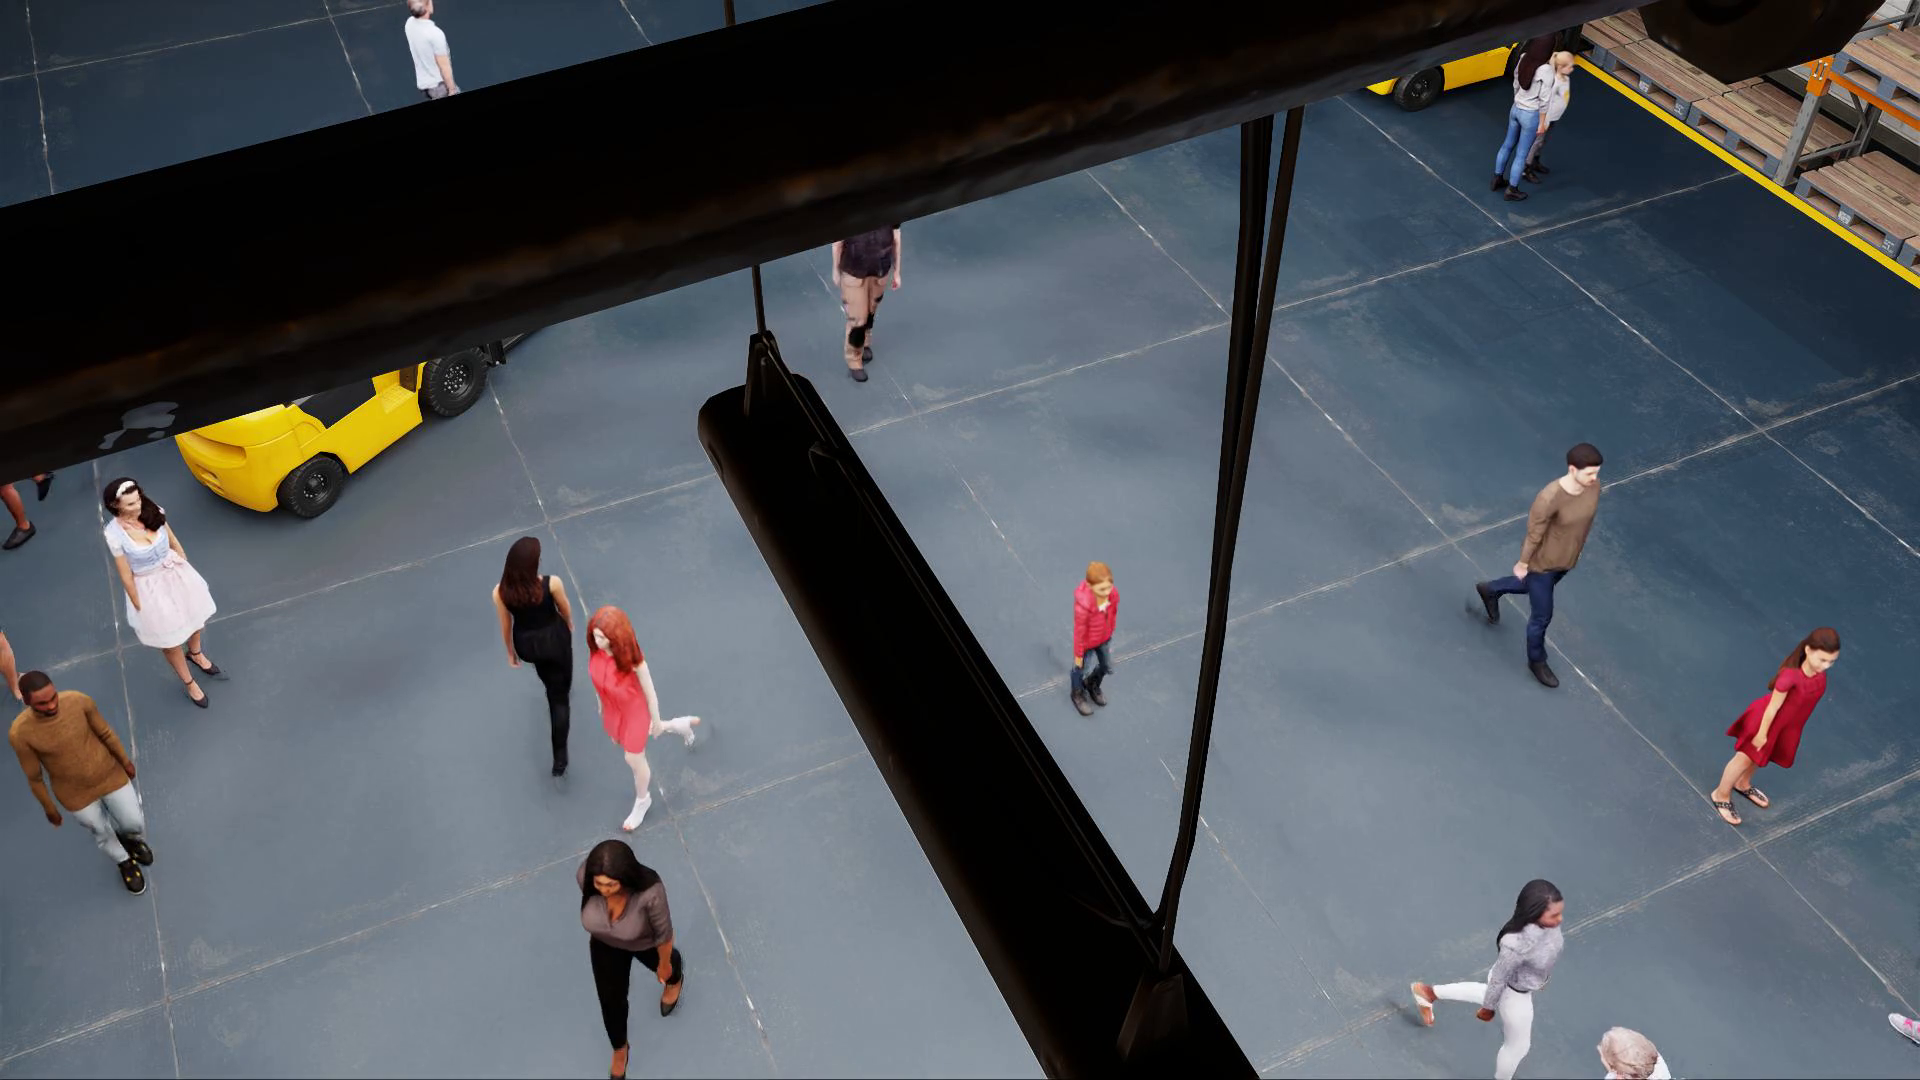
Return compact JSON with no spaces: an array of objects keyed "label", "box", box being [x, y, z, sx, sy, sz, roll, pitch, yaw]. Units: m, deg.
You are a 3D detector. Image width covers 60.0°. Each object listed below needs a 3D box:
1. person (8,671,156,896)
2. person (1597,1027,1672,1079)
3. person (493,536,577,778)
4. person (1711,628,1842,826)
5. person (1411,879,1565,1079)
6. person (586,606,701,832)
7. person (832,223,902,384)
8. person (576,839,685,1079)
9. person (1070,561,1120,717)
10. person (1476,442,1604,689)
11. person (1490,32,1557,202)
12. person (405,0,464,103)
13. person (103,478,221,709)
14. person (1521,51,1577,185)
[{"label":"person","box":[-5.018,1.327,9.507,0.766,1.804,0.772,-31,52,-28]},{"label":"person","box":[3.094,2.909,7.802,0.817,1.867,0.936,-26,49,-25]},{"label":"person","box":[-2.560,0.726,10.256,0.844,1.642,1.248,-5,44,-5]},{"label":"person","box":[4.893,1.070,9.960,0.557,1.551,0.616,-22,48,-21]},{"label":"person","box":[2.798,2.260,8.605,1.173,1.699,0.885,33,53,30]},{"label":"person","box":[-1.909,0.964,9.888,1.015,1.805,0.940,27,50,25]},{"label":"person","box":[-0.791,-2.150,13.160,0.731,1.800,0.831,-8,44,-8]},{"label":"person","box":[-1.695,2.022,8.777,1.003,1.806,1.107,10,45,10]},{"label":"person","box":[0.804,0.594,10.637,0.527,1.307,0.516,-21,47,-21]},{"label":"person","box":[3.776,0.057,10.800,0.700,1.859,1.137,-23,48,-22]},{"label":"person","box":[5.127,-3.857,15.072,0.662,1.635,0.446,-16,46,-17]},{"label":"person","box":[-4.863,-4.132,15.227,0.767,1.817,0.849,25,49,24]},{"label":"person","box":[-5.069,0.306,10.572,0.911,1.813,0.860,28,50,26]},{"label":"person","box":[5.460,-3.945,15.423,0.603,1.277,0.569,27,50,25]}]
